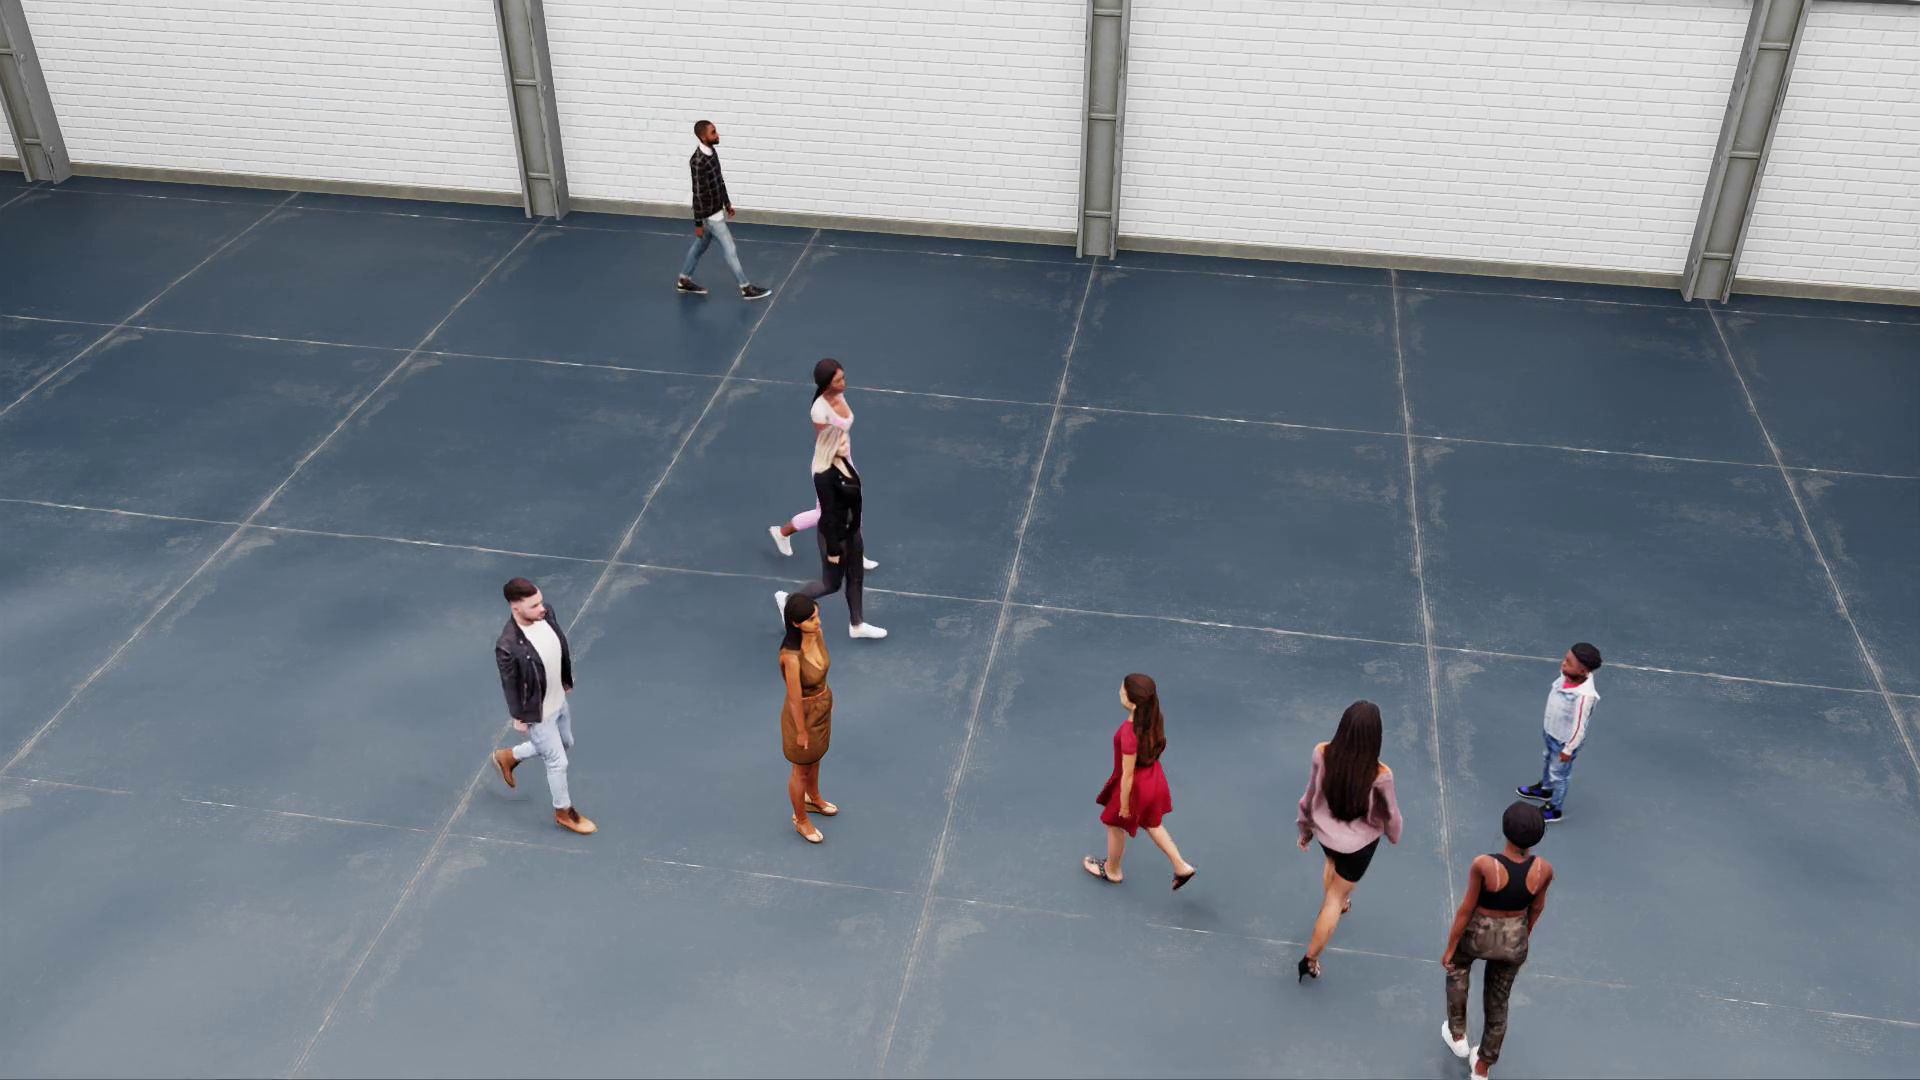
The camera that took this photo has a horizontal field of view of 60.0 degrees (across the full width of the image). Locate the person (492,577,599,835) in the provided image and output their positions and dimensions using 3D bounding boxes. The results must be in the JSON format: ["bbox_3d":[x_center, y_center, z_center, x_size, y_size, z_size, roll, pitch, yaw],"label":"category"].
[{"bbox_3d":[-2.510,0.932,9.719,1.000,1.823,0.760,9,35,14],"label":"person"}]

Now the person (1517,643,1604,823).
[{"bbox_3d":[3.612,1.132,9.925,0.520,1.260,0.510,1,34,1],"label":"person"}]

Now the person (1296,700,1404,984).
[{"bbox_3d":[1.963,1.647,8.677,0.971,1.785,0.955,24,41,32],"label":"person"}]

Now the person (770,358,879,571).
[{"bbox_3d":[-1.007,-0.528,12.006,1.049,1.723,0.647,10,35,15],"label":"person"}]

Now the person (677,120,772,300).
[{"bbox_3d":[-2.469,-3.113,15.851,1.190,1.772,0.740,3,34,5],"label":"person"}]

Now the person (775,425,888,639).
[{"bbox_3d":[-0.916,-0.026,11.299,0.986,1.668,0.605,5,34,7],"label":"person"}]

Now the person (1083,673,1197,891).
[{"bbox_3d":[1.051,1.386,9.292,0.979,1.539,0.783,22,39,29],"label":"person"}]

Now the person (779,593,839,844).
[{"bbox_3d":[-0.891,1.020,9.706,0.541,1.690,0.581,10,35,15],"label":"person"}]

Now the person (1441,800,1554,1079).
[{"bbox_3d":[2.631,2.033,8.197,0.644,1.673,0.707,4,34,5],"label":"person"}]
